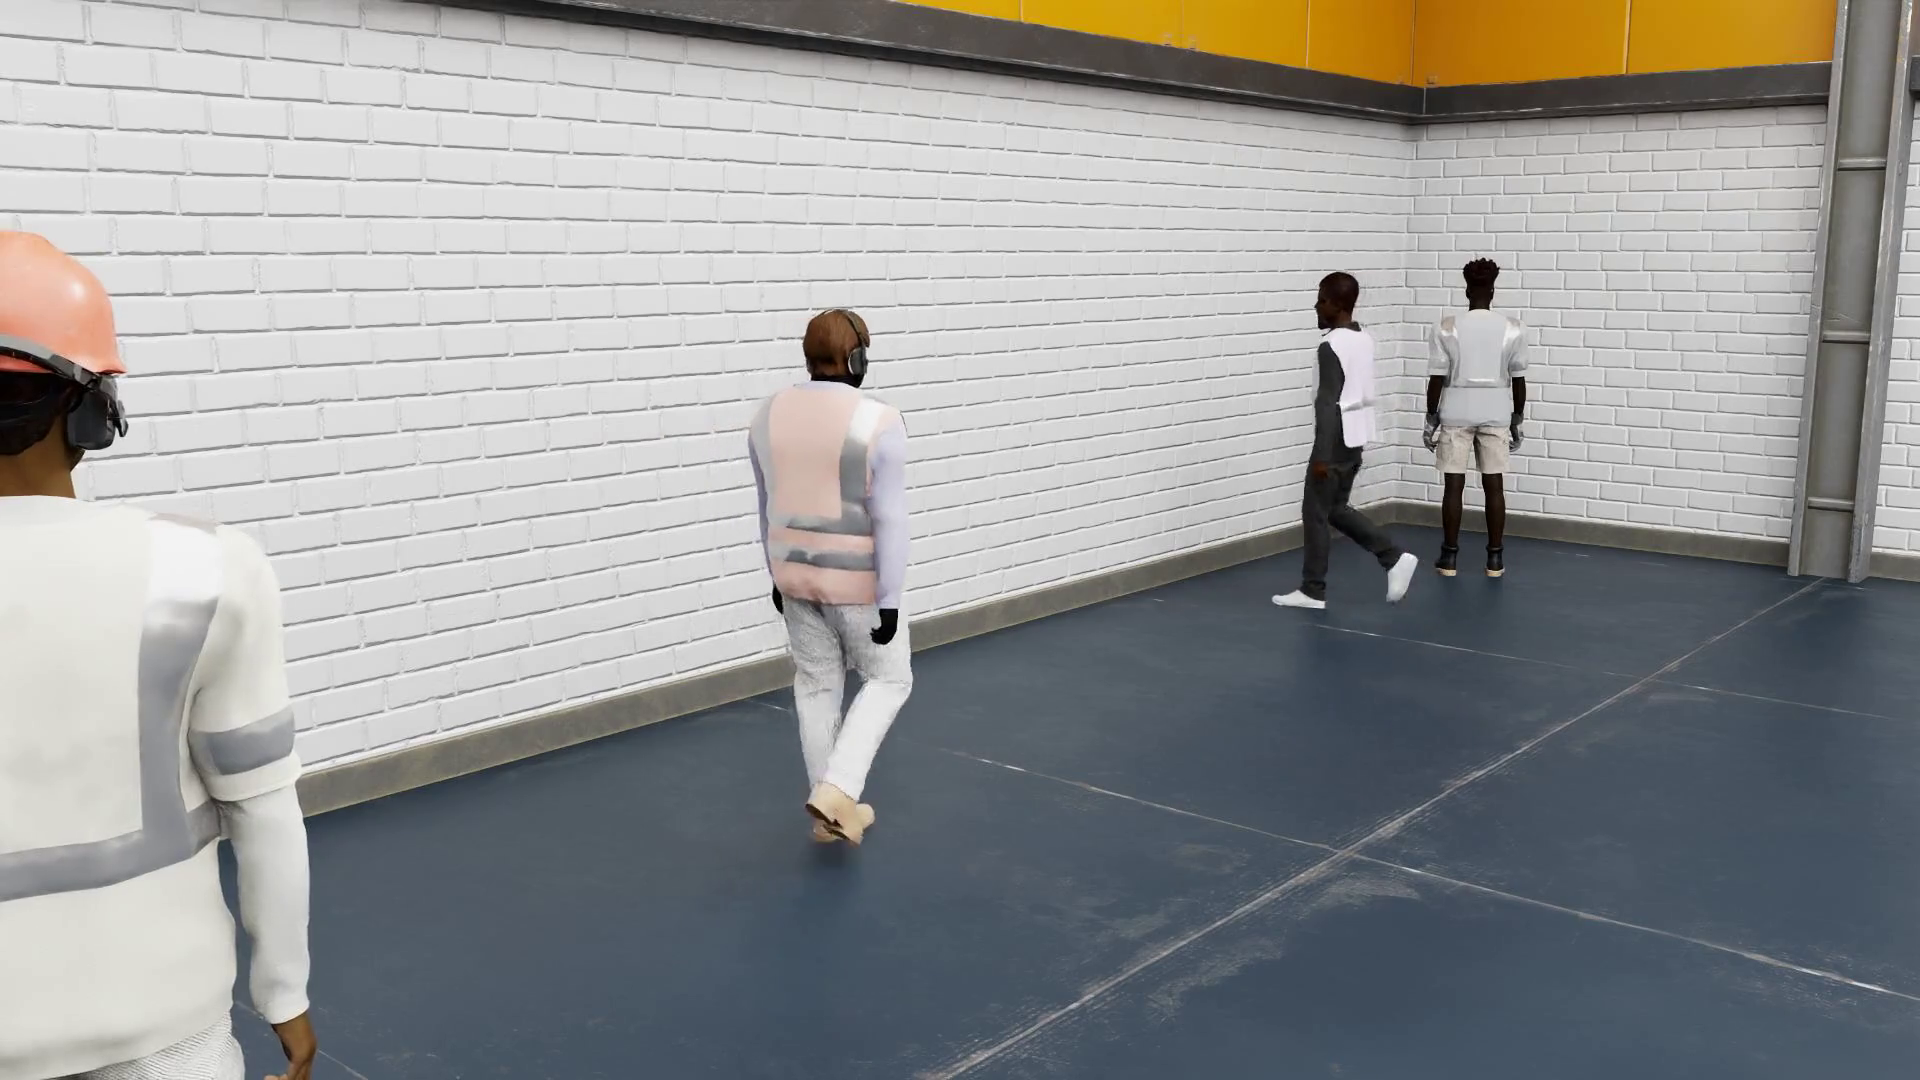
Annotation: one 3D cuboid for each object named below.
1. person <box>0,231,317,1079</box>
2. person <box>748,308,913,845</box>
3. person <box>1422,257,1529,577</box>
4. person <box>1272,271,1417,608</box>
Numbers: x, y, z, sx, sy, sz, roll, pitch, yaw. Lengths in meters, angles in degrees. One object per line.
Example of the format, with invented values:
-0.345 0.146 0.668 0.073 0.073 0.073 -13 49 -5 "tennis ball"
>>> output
-1.204 0.619 2.253 0.615 2.040 0.391 -5 11 -24 "person"
-0.422 0.145 5.563 0.629 1.827 0.476 5 11 28 "person"
3.173 -0.749 10.261 0.612 1.962 0.363 1 10 8 "person"
2.142 -0.533 9.228 0.695 1.900 0.593 6 11 29 "person"
